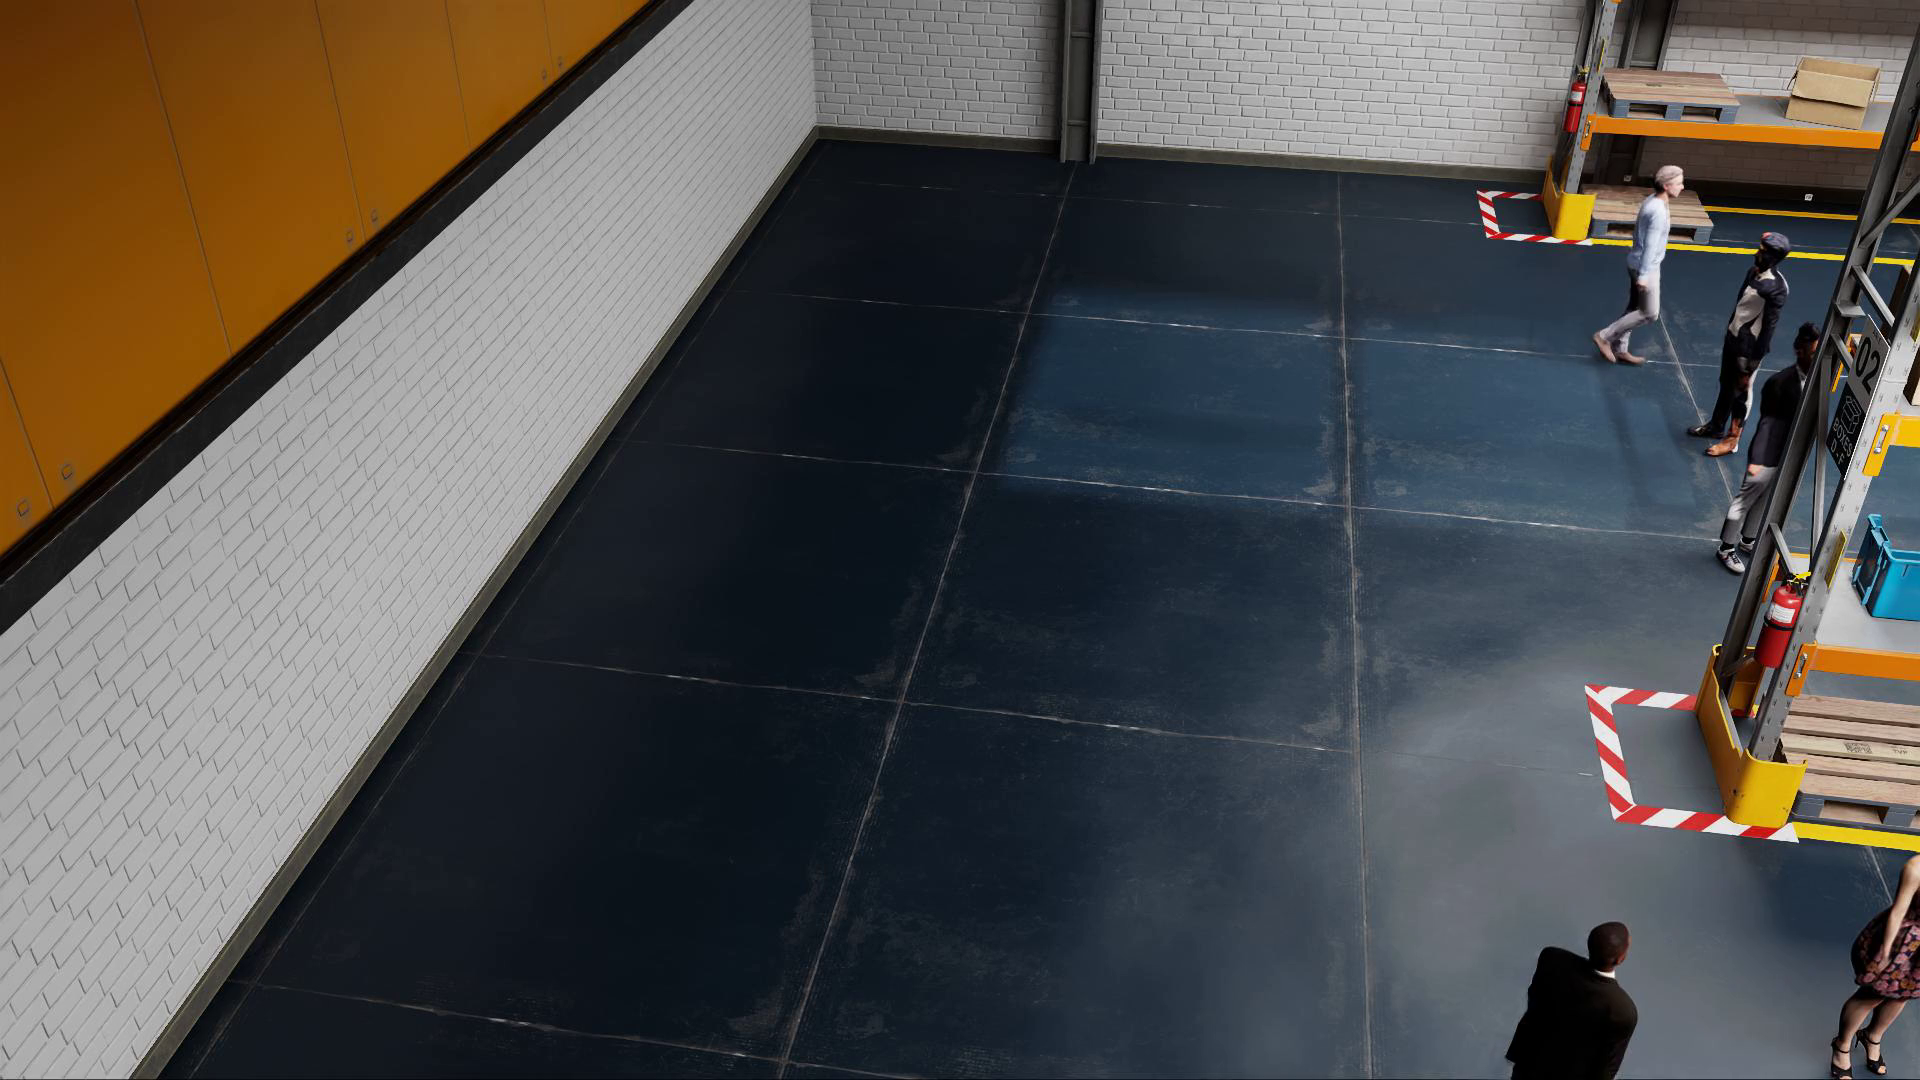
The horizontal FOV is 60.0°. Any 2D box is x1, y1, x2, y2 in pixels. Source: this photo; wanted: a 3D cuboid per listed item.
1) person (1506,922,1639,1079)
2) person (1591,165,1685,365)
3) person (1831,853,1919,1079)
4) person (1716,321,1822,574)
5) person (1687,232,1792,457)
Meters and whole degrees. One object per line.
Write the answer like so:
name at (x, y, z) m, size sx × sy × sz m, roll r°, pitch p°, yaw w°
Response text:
person at (2.645, 2.442, 7.502) m, size 1.241 × 1.740 × 1.162 m, roll 28°, pitch 43°, yaw 35°
person at (5.942, -2.401, 14.664) m, size 0.816 × 1.879 × 0.765 m, roll 13°, pitch 36°, yaw 19°
person at (4.656, 1.995, 8.144) m, size 0.738 × 1.774 × 0.832 m, roll -7°, pitch 34°, yaw -11°
person at (5.902, -0.692, 12.023) m, size 0.747 × 1.956 × 0.859 m, roll -14°, pitch 36°, yaw -20°
person at (6.357, -1.588, 13.428) m, size 0.646 × 1.893 × 0.721 m, roll 0°, pitch 34°, yaw 0°
